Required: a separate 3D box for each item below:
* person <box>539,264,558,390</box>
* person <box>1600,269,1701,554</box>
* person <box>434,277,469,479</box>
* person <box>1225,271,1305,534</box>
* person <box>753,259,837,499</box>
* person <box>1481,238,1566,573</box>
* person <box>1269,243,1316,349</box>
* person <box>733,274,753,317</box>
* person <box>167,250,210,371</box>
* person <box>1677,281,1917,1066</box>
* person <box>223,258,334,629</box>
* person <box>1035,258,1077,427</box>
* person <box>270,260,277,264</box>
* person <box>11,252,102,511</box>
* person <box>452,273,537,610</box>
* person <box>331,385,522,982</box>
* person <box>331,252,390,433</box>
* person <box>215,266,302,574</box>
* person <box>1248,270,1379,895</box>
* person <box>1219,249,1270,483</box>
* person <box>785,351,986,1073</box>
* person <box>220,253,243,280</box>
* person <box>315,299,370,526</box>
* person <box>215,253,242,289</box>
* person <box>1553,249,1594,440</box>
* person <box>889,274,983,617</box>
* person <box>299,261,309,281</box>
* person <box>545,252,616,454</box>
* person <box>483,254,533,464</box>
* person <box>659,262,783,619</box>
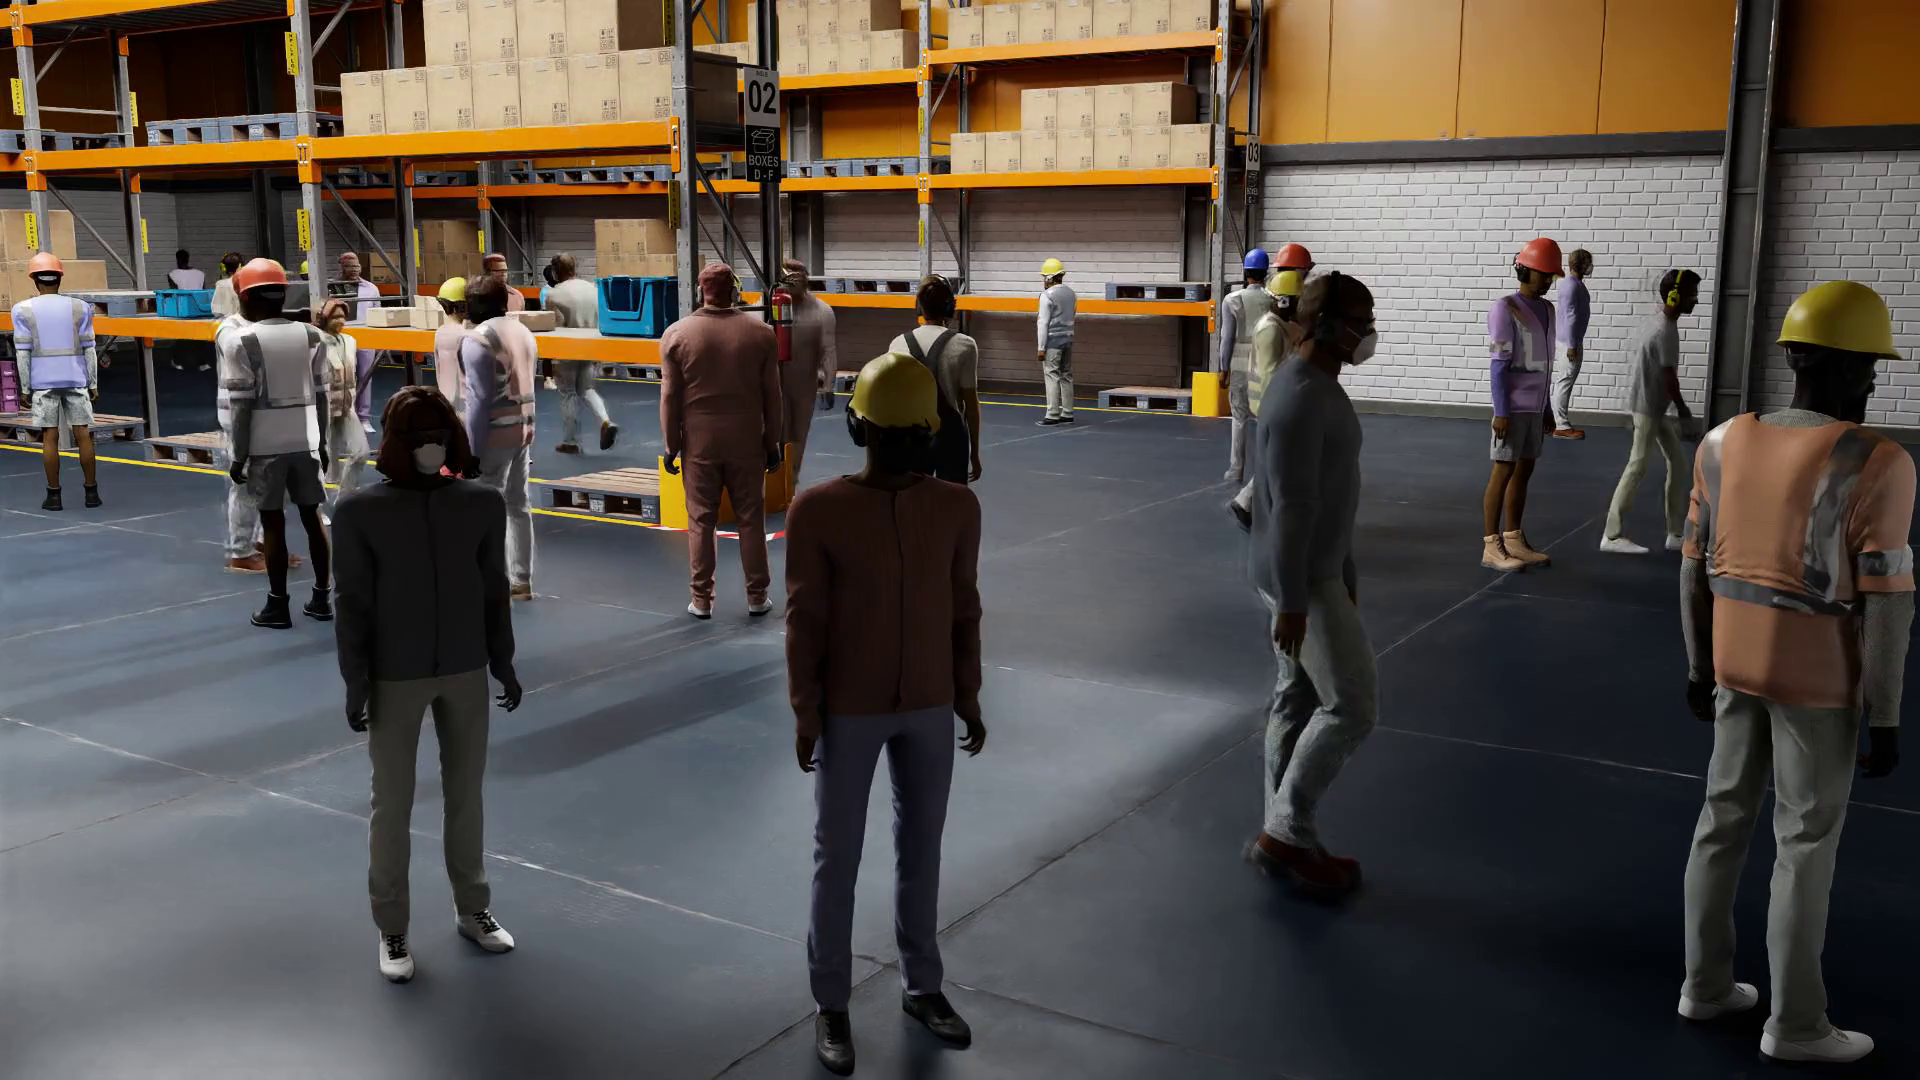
[{"bbox_3d":[-5.539,-2.892,22.603,0.317,1.696,0.540,1,10,3],"label":"person"},{"bbox_3d":[4.533,-0.791,10.593,0.828,1.828,0.530,5,11,24],"label":"person"},{"bbox_3d":[-3.392,-0.896,11.348,0.304,1.772,0.525,-9,14,-41],"label":"person"},{"bbox_3d":[2.129,-0.901,11.226,0.477,1.817,0.620,3,11,17],"label":"person"},{"bbox_3d":[-1.272,-1.186,12.653,0.652,1.871,0.630,-1,10,-7],"label":"person"},{"bbox_3d":[3.480,-0.824,10.218,0.605,2.033,0.392,-9,13,-40],"label":"person"},{"bbox_3d":[2.388,-1.131,12.021,0.379,1.996,0.609,-3,11,-15],"label":"person"},{"bbox_3d":[-2.074,-1.540,15.041,0.483,1.728,0.400,0,10,-2],"label":"person"},{"bbox_3d":[-12.022,-3.562,25.902,1.031,1.872,0.620,9,14,42],"label":"person"},{"bbox_3d":[2.074,0.329,4.130,0.385,1.922,0.594,-5,11,-25],"label":"person"},{"bbox_3d":[-3.565,-0.498,8.705,0.370,1.928,0.543,9,13,40],"label":"person"},{"bbox_3d":[1.036,-2.145,18.134,0.405,1.823,0.591,8,13,38],"label":"person"},{"bbox_3d":[-7.418,-2.083,17.810,0.601,1.812,0.616,9,14,42],"label":"person"},{"bbox_3d":[-6.772,-1.182,12.490,0.542,1.931,0.366,-7,12,-35],"label":"person"},{"bbox_3d":[-2.560,-0.538,9.166,0.429,1.841,0.664,2,11,13],"label":"person"},{"bbox_3d":[-1.469,0.385,4.624,0.499,1.634,0.278,-8,13,-37],"label":"person"},{"bbox_3d":[-6.301,-2.032,17.295,0.665,1.905,0.403,-8,13,-38],"label":"person"},{"bbox_3d":[-4.240,-0.706,10.047,0.526,1.865,0.586,1,10,7],"label":"person"},{"bbox_3d":[1.123,0.143,5.136,0.465,1.928,0.662,3,11,16],"label":"person"},{"bbox_3d":[2.463,-1.448,13.910,0.613,1.947,0.388,-1,10,-7],"label":"person"},{"bbox_3d":[-0.172,0.417,4.103,0.522,1.761,0.321,-5,11,-25],"label":"person"},{"bbox_3d":[-11.632,-3.733,26.997,0.695,1.819,0.446,-1,10,-6],"label":"person"},{"bbox_3d":[-4.463,-0.894,11.771,0.455,1.609,0.521,4,11,22],"label":"person"},{"bbox_3d":[-8.722,-2.514,20.044,0.312,1.865,0.537,7,12,35],"label":"person"},{"bbox_3d":[6.266,-2.000,17.009,0.373,1.935,0.628,4,11,22],"label":"person"},{"bbox_3d":[-0.128,-0.477,8.813,0.505,1.847,0.348,4,11,20],"label":"person"},{"bbox_3d":[-7.945,-2.542,20.485,0.329,1.765,0.533,2,10,10],"label":"person"},{"bbox_3d":[-3.584,-1.736,15.594,0.650,1.916,0.641,8,13,38],"label":"person"},{"bbox_3d":[-4.116,-1.588,14.841,0.395,1.899,0.637,9,13,40],"label":"person"},{"bbox_3d":[-1.277,-0.528,8.934,0.651,1.904,0.401,-2,10,-11],"label":"person"}]
